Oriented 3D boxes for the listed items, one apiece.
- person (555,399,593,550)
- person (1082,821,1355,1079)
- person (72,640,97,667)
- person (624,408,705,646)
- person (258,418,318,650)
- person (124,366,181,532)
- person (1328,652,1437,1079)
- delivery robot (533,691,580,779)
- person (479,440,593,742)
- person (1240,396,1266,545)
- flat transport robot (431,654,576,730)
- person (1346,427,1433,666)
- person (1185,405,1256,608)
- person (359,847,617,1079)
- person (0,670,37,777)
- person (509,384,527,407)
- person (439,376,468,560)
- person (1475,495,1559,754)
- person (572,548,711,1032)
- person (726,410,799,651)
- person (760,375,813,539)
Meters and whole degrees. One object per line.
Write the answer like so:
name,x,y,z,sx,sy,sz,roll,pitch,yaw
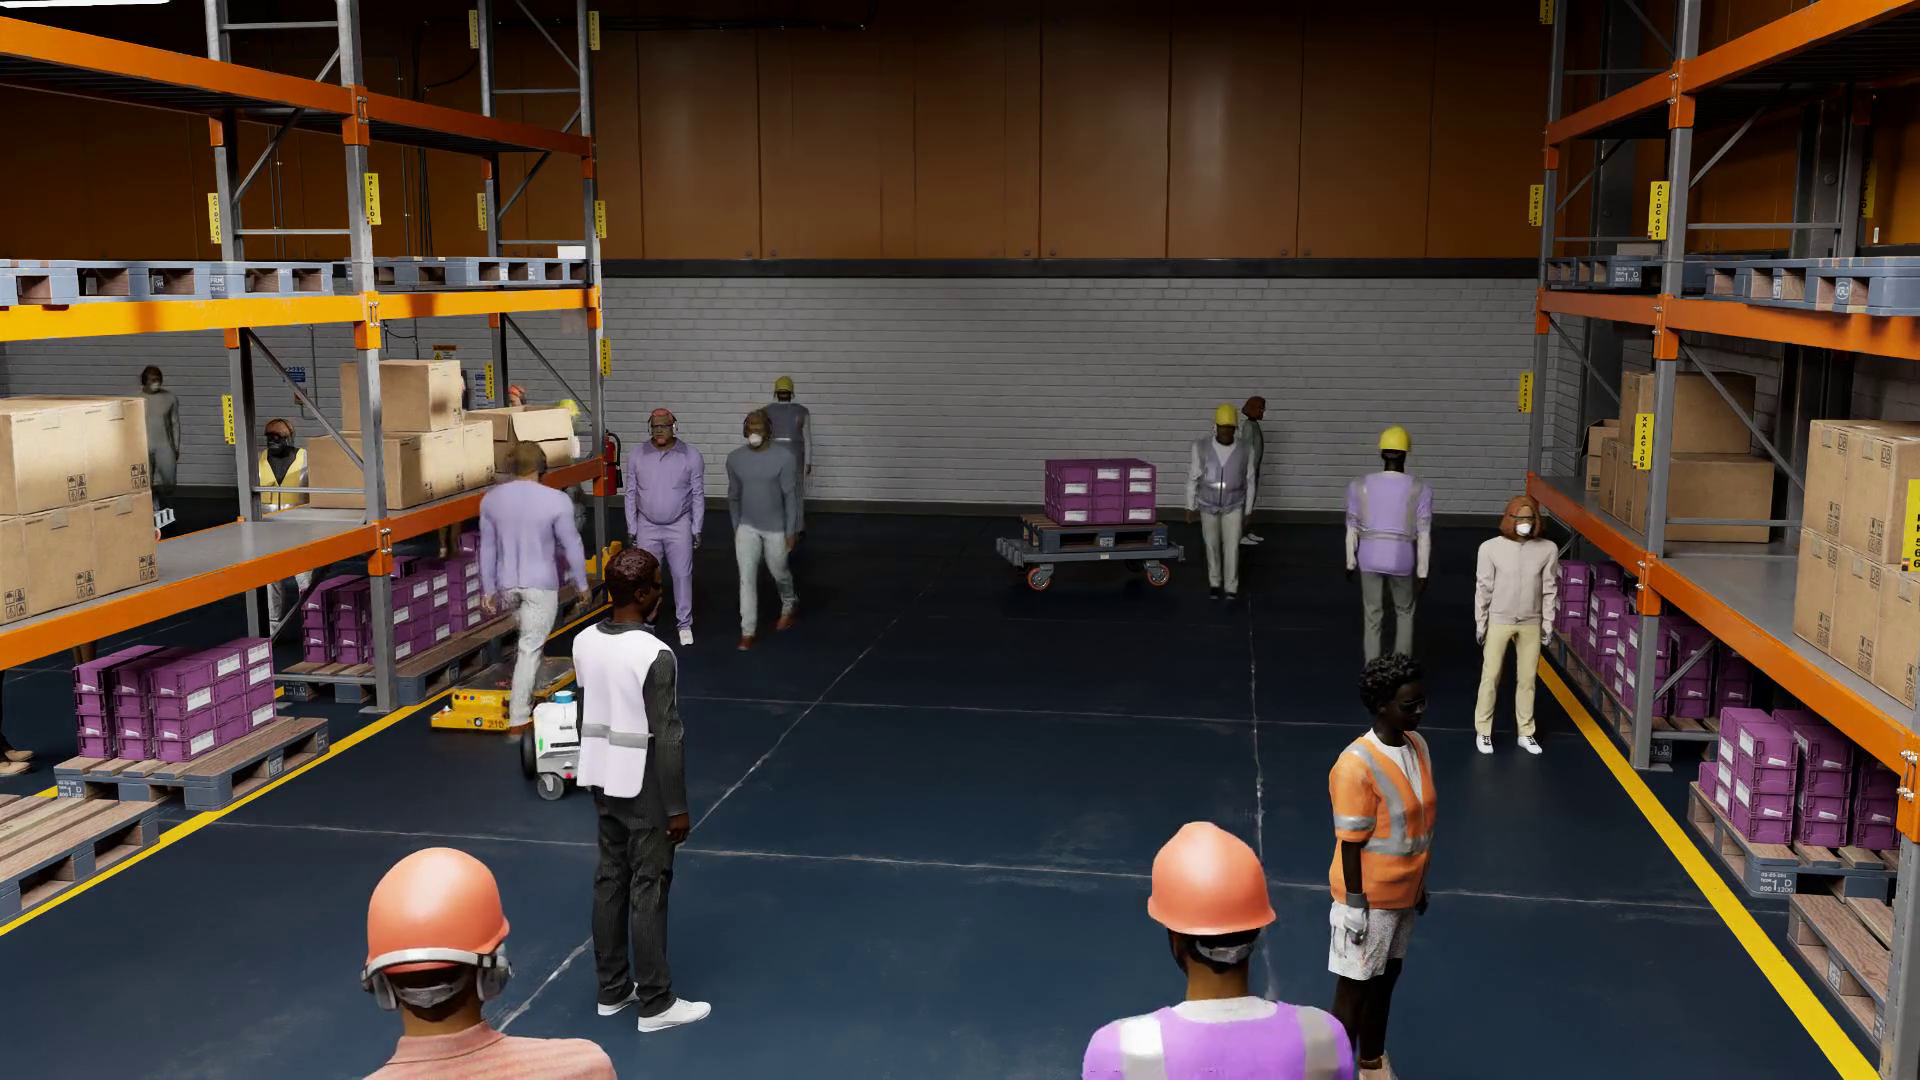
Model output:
person,-3.873,-0.531,16.465,0.386,1.725,0.508,-8,12,-42
person,0.510,1.516,3.274,0.547,1.918,0.566,-2,9,-11
person,-6.198,0.123,11.835,0.368,1.929,0.542,-7,12,-38
person,-2.356,-0.098,13.265,0.639,1.908,0.409,-1,9,-4
person,-5.314,-0.043,13.136,0.634,1.839,0.429,-1,9,-9
person,-9.163,-1.019,18.933,0.645,1.905,0.801,-7,12,-38
person,1.467,1.220,5.780,0.319,1.697,0.532,8,12,40
delivery robot,-2.287,1.119,9.628,0.477,0.478,0.707,-2,9,-15
person,-2.724,0.299,10.824,0.642,1.895,0.928,3,10,19
person,3.199,-0.762,18.225,0.271,1.627,0.502,3,10,20
flat transport robot,-2.999,1.020,11.402,0.652,0.197,1.431,1,9,8
person,3.010,0.154,11.704,0.600,1.902,0.670,3,10,20
person,2.324,-0.300,14.855,0.610,1.784,0.903,2,9,11
person,-0.890,1.525,2.990,0.618,1.989,0.392,-6,11,-32
person,-5.764,0.482,9.880,0.346,1.846,0.506,-4,10,-22
person,-4.366,-0.650,16.846,0.616,1.861,0.477,0,9,-3
person,-4.955,-0.634,16.224,0.640,2.022,0.443,2,9,10
person,3.427,0.527,10.288,0.492,1.625,0.284,0,9,2
person,-1.292,0.981,6.574,0.590,1.919,0.392,8,12,41
person,-1.564,-0.114,13.394,0.627,1.910,0.944,2,9,12
person,-1.943,-0.916,18.547,0.600,1.828,0.404,-1,9,-4
